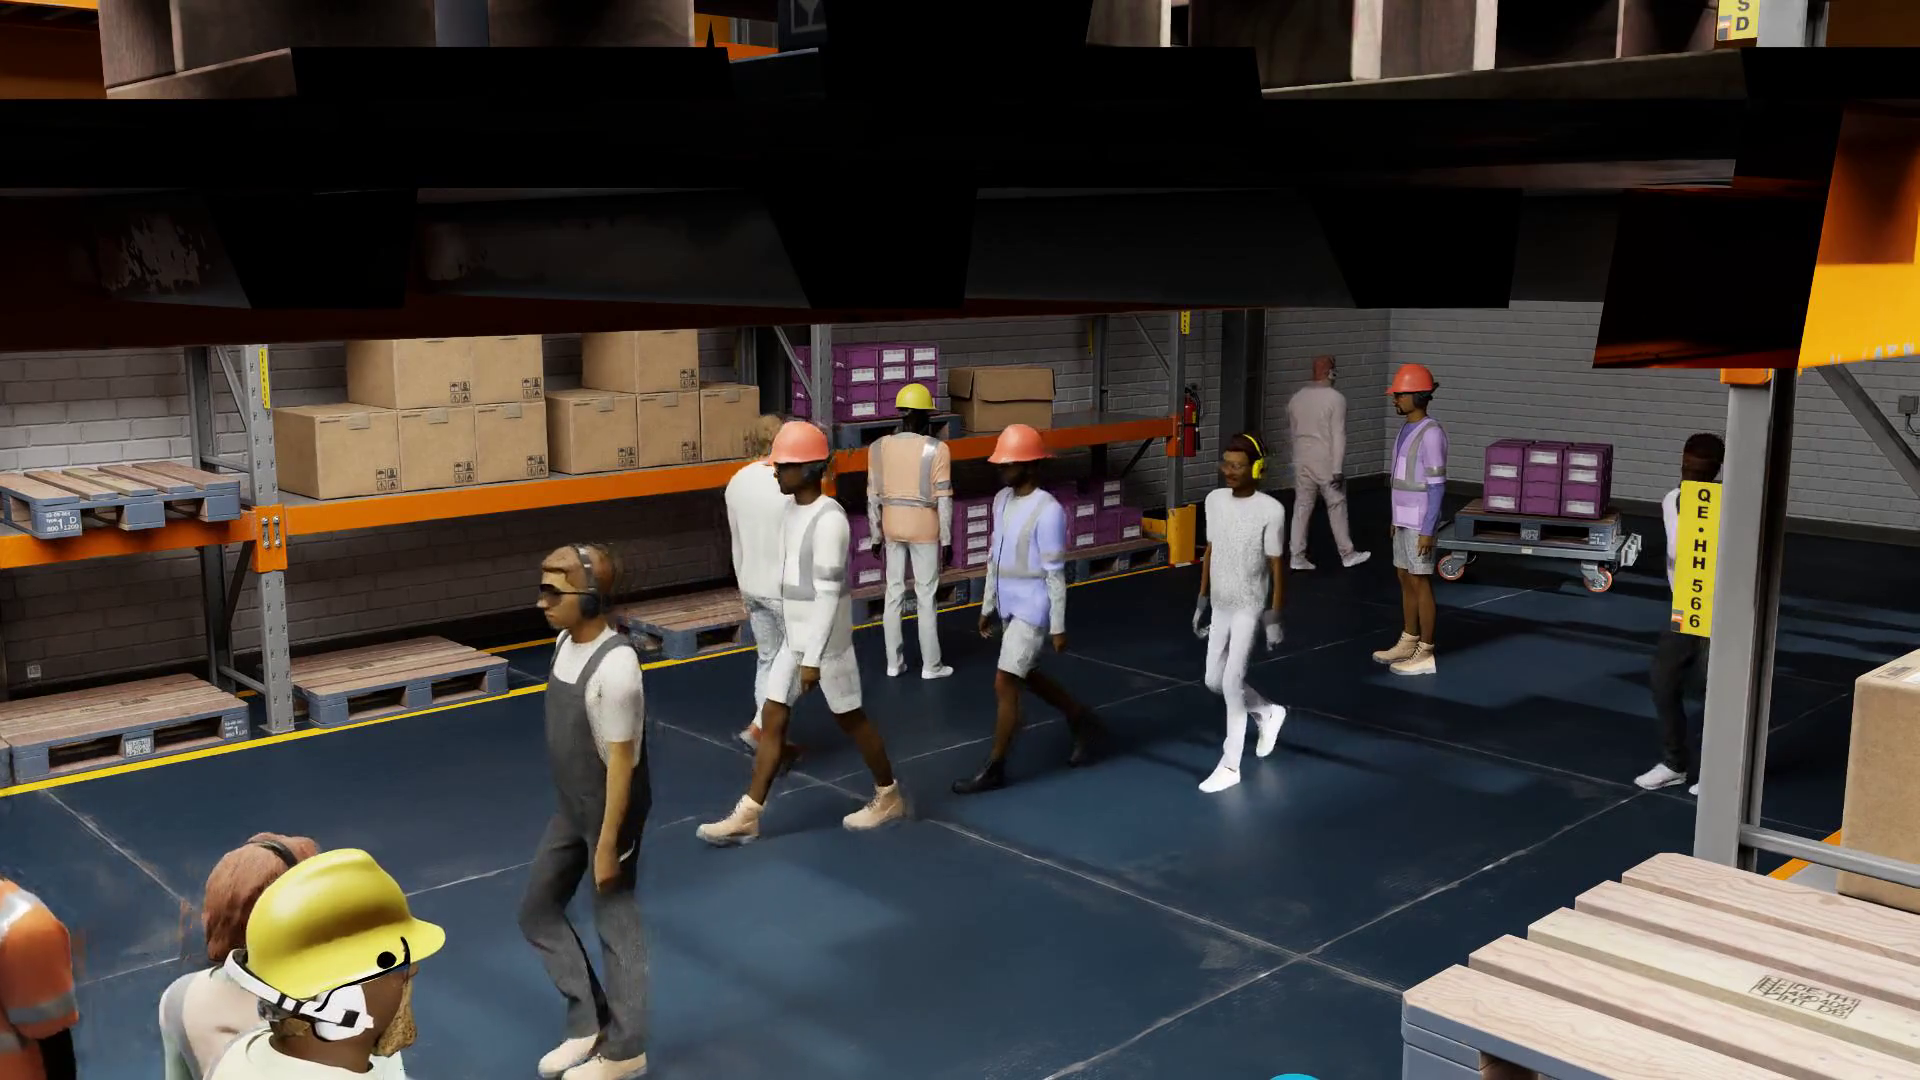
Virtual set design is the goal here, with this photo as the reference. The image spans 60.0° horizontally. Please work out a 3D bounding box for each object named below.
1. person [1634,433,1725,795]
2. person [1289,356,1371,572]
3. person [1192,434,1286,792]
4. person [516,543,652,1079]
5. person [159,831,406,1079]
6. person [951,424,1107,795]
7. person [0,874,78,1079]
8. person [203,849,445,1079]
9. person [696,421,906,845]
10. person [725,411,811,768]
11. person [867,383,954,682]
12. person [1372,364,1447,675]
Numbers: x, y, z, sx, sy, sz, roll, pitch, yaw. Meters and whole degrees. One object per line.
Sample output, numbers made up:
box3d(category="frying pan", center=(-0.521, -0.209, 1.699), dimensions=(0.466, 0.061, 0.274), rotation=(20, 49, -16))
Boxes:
box3d(category="person", center=(3.742, 0.390, 8.334), dimensions=(0.659, 1.873, 0.609), rotation=(-3, 10, -19))
box3d(category="person", center=(3.195, -0.659, 14.465), dimensions=(0.804, 1.873, 0.675), rotation=(-7, 12, -35))
box3d(category="person", center=(1.480, 0.353, 8.647), dimensions=(0.674, 1.849, 0.529), rotation=(-8, 12, -38))
box3d(category="person", center=(-1.240, 0.918, 5.371), dimensions=(0.485, 1.832, 0.532), rotation=(-7, 12, -36))
box3d(category="person", center=(-1.364, 1.391, 3.313), dimensions=(0.506, 1.612, 0.809), rotation=(3, 10, 18))
box3d(category="person", center=(0.387, 0.337, 8.594), dimensions=(0.914, 1.911, 0.547), rotation=(-5, 11, -26))
box3d(category="person", center=(-2.235, 1.275, 3.810), dimensions=(0.541, 1.654, 0.882), rotation=(4, 11, 24))
box3d(category="person", center=(-0.955, 1.380, 2.662), dimensions=(0.403, 1.835, 0.588), rotation=(-8, 13, -41))
box3d(category="person", center=(-0.696, 0.440, 7.730), dimensions=(1.042, 1.989, 0.628), rotation=(-5, 11, -27))
box3d(category="person", center=(-0.979, 0.283, 8.798), dimensions=(0.639, 1.928, 0.472), rotation=(9, 13, 42))
box3d(category="person", center=(-0.309, -0.045, 10.752), dimensions=(0.588, 1.923, 0.383), rotation=(4, 11, 23))
box3d(category="person", center=(2.951, -0.134, 10.919), dimensions=(0.393, 2.041, 0.613), rotation=(-1, 10, -5))
